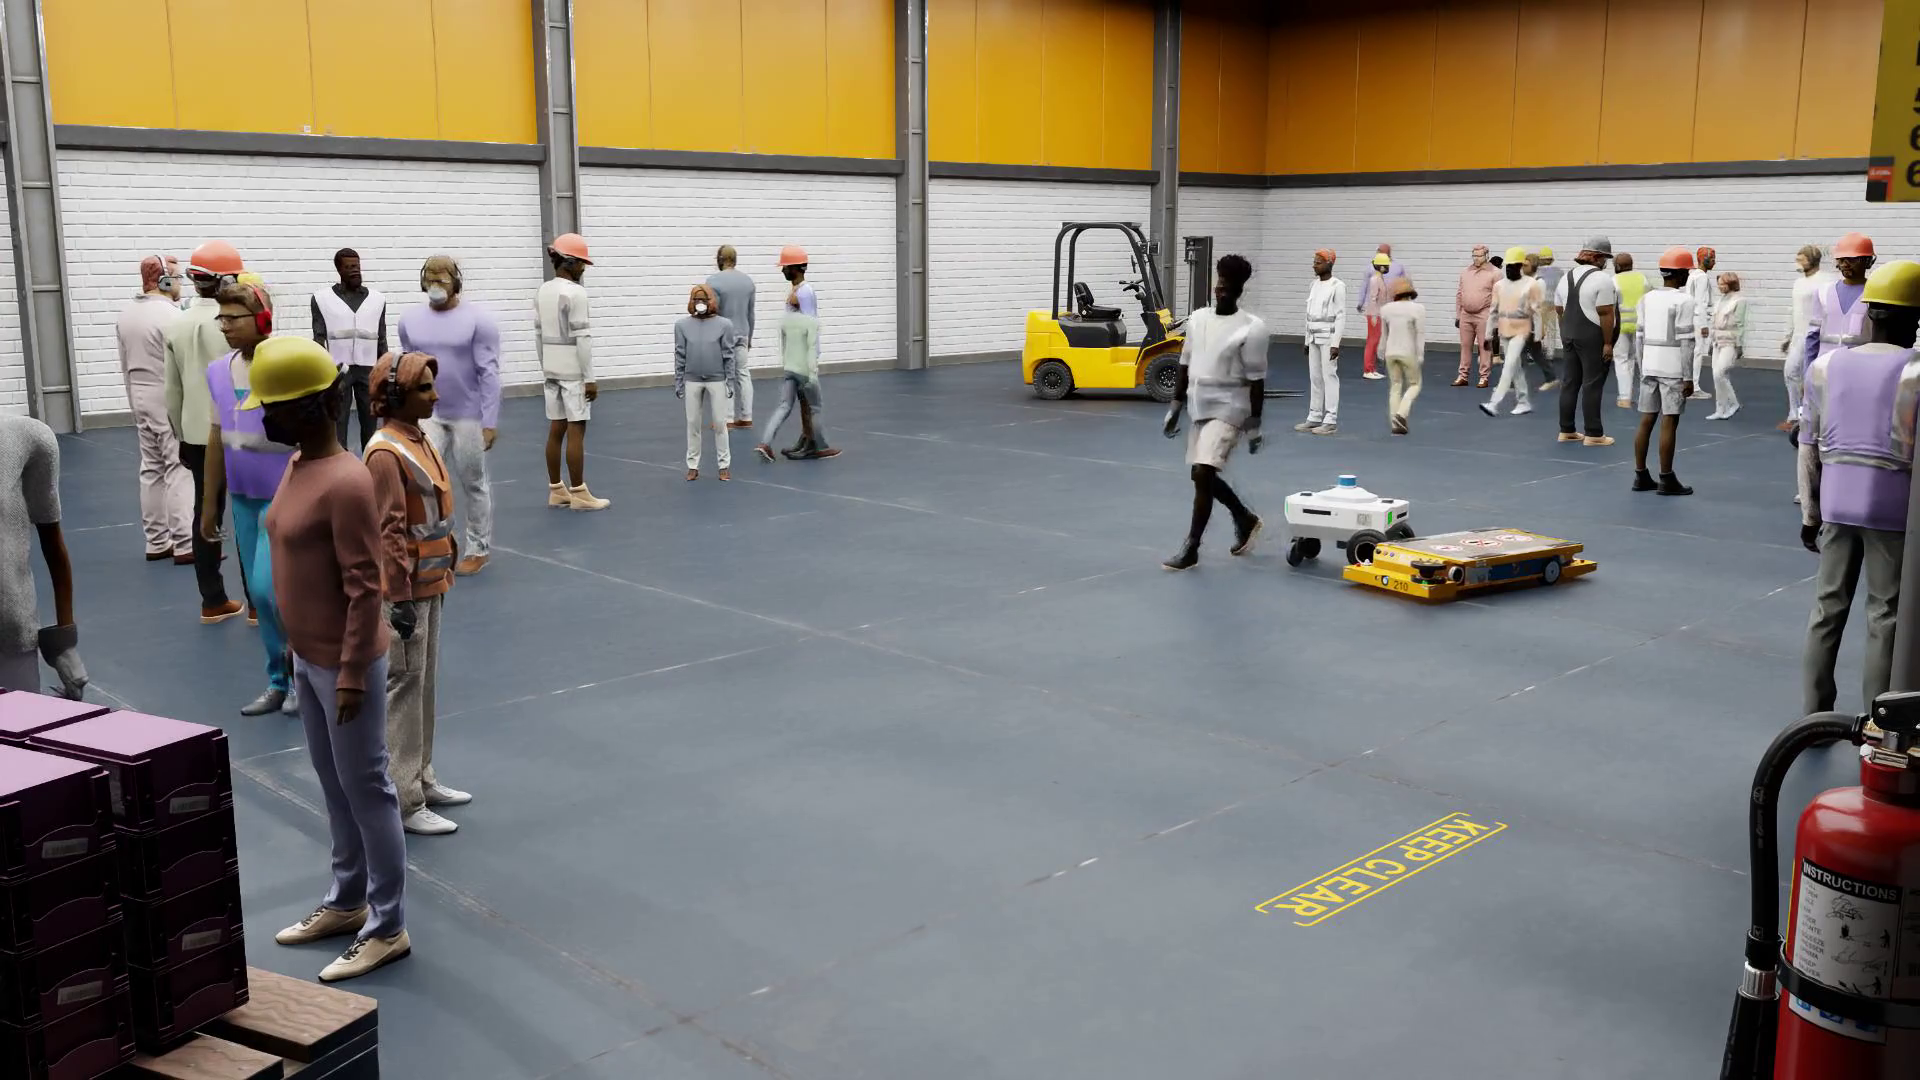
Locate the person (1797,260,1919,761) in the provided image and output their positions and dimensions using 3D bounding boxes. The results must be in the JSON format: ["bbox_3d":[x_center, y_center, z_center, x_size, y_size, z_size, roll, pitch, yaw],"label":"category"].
[{"bbox_3d":[3.530,-0.107,6.431,0.370,1.929,0.585,-6,12,-31],"label":"person"}]

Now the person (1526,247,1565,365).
[{"bbox_3d":[9.139,-3.652,26.022,0.607,1.832,0.404,0,10,2],"label":"person"}]

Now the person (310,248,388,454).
[{"bbox_3d":[-4.846,-1.357,13.277,0.593,1.920,0.391,-8,13,-37],"label":"person"}]

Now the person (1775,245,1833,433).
[{"bbox_3d":[8.560,-2.040,16.983,0.637,1.917,0.653,1,10,4],"label":"person"}]

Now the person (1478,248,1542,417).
[{"bbox_3d":[6.116,-2.303,18.535,1.000,1.873,0.612,-7,12,-33],"label":"person"}]

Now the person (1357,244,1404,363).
[{"bbox_3d":[6.724,-3.796,26.731,0.660,1.865,0.938,-1,10,-8],"label":"person"}]

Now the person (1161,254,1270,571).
[{"bbox_3d":[1.601,-0.778,10.172,0.845,1.924,0.626,-7,12,-32],"label":"person"}]

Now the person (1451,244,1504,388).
[{"bbox_3d":[6.889,-2.983,22.187,0.641,1.905,0.410,10,14,43],"label":"person"}]

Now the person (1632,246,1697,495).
[{"bbox_3d":[5.536,-1.320,13.020,0.364,1.939,0.542,-4,11,-22],"label":"person"}]

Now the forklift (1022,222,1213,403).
[{"bbox_3d":[1.935,-2.847,20.651,2.313,2.155,1.214,2,11,13],"label":"forklift"}]

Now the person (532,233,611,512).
[{"bbox_3d":[-2.863,-1.223,12.236,0.605,2.033,0.400,10,14,44],"label":"person"}]

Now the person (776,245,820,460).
[{"bbox_3d":[-1.459,-1.692,15.061,0.376,1.934,0.547,-2,11,-12],"label":"person"}]

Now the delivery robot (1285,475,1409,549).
[{"bbox_3d":[2.360,-0.153,10.180,0.707,0.478,0.477,7,12,33],"label":"delivery robot"}]

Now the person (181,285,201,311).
[{"bbox_3d":[-7.826,-1.949,17.355,0.533,1.648,0.435,-3,11,-15],"label":"person"}]

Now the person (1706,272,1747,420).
[{"bbox_3d":[8.328,-2.104,18.139,0.378,1.624,0.520,-1,10,-8],"label":"person"}]

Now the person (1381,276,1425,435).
[{"bbox_3d":[4.469,-1.855,16.805,0.503,1.617,0.366,10,14,42],"label":"person"}]

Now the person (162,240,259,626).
[{"bbox_3d":[-3.807,-0.546,8.643,0.611,1.996,0.387,3,11,16],"label":"person"}]

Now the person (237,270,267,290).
[{"bbox_3d":[-5.761,-1.319,13.551,0.325,1.740,0.492,-1,10,-6],"label":"person"}]

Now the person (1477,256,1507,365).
[{"bbox_3d":[8.370,-3.607,26.150,0.319,1.695,0.538,-9,14,-42],"label":"person"}]

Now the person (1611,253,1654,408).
[{"bbox_3d":[7.832,-2.487,19.736,0.639,1.809,0.761,-1,10,-3],"label":"person"}]

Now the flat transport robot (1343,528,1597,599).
[{"bbox_3d":[2.997,0.118,9.730,1.431,0.197,0.652,-6,12,-32],"label":"flat transport robot"}]

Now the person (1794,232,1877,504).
[{"bbox_3d":[6.569,-1.250,12.352,0.374,2.043,0.612,-9,14,-41],"label":"person"}]

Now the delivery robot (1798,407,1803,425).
[{"bbox_3d":[8.233,-1.133,15.519,0.707,0.478,0.477,0,10,0],"label":"delivery robot"}]

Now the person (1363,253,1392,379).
[{"bbox_3d":[5.917,-3.156,23.507,0.326,1.766,0.533,5,12,26],"label":"person"}]

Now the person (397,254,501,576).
[{"bbox_3d":[-2.991,-0.679,9.620,0.648,1.900,0.886,1,10,6],"label":"person"}]

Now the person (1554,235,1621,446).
[{"bbox_3d":[6.130,-1.944,16.144,0.535,2.000,0.674,-4,11,-22],"label":"person"}]

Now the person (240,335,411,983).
[{"bbox_3d":[-1.742,0.323,4.556,0.328,1.760,0.523,-8,13,-38],"label":"person"}]

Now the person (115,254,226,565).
[{"bbox_3d":[-4.874,-0.800,10.277,0.651,1.906,0.403,7,13,34],"label":"person"}]

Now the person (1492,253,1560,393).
[{"bbox_3d":[7.366,-2.784,21.401,0.965,1.805,0.529,-1,10,-7],"label":"person"}]

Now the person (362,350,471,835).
[{"bbox_3d":[-1.871,0.175,5.683,0.307,1.639,0.525,-1,10,-6],"label":"person"}]

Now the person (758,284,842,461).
[{"bbox_3d":[-1.458,-1.503,14.938,0.524,1.597,0.812,10,14,42],"label":"person"}]

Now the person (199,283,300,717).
[{"bbox_3d":[-2.910,-0.156,6.971,0.579,1.829,0.458,5,12,26],"label":"person"}]

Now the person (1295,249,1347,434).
[{"bbox_3d":[3.713,-2.028,17.038,0.355,1.882,0.575,-4,11,-22],"label":"person"}]

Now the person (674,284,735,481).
[{"bbox_3d":[-2.105,-1.295,13.739,0.502,1.627,0.277,0,10,0],"label":"person"}]

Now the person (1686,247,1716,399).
[{"bbox_3d":[9.205,-2.701,20.712,0.370,1.881,0.581,2,11,13],"label":"person"}]

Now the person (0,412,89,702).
[{"bbox_3d":[-2.609,0.297,4.393,0.535,1.868,0.309,-4,11,-21],"label":"person"}]

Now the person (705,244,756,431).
[{"bbox_3d":[-2.383,-2.101,17.309,0.365,1.935,0.630,9,14,40],"label":"person"}]
